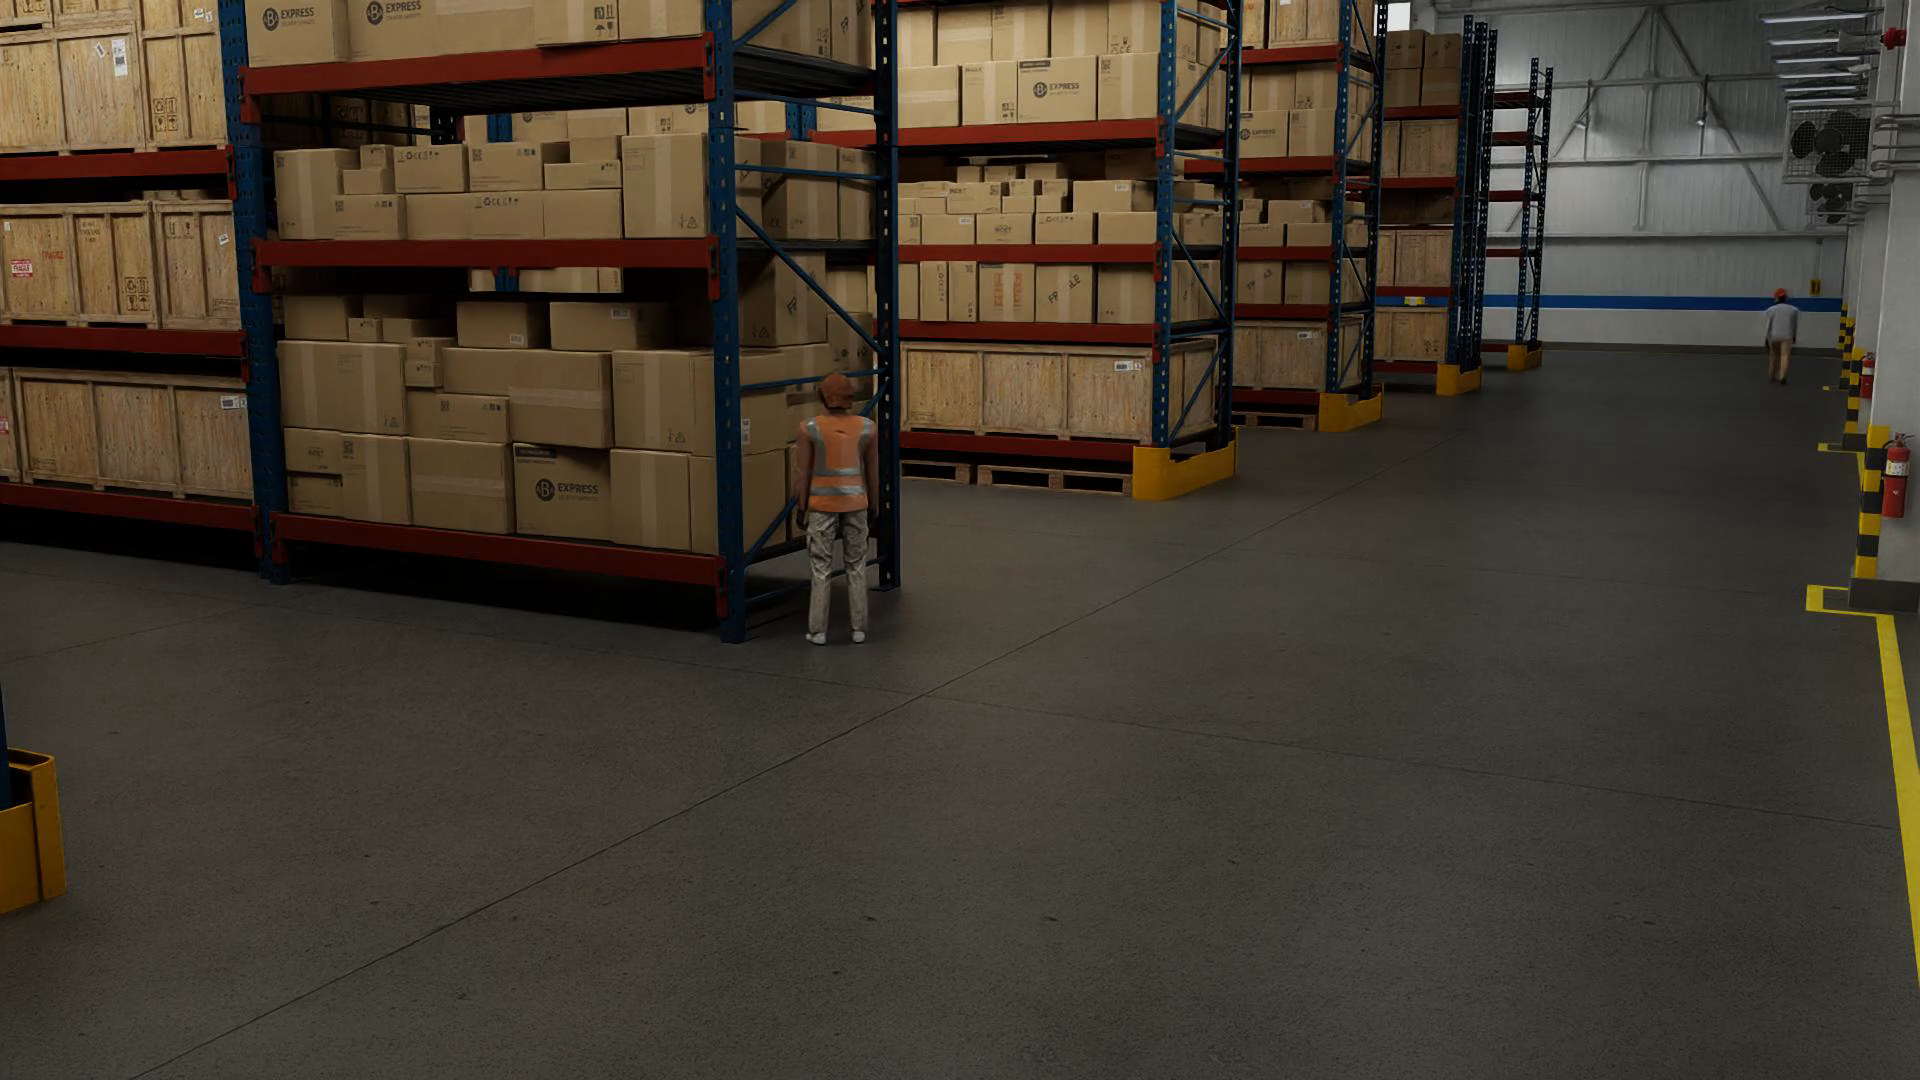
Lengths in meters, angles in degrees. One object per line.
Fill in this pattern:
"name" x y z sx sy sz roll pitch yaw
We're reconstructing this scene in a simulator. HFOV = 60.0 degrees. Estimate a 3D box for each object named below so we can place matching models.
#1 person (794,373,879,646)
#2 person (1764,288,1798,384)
"person" -0.726 -0.179 9.895 0.520 1.630 0.321 -3 10 -19
"person" 14.666 -3.641 29.710 0.561 1.714 0.870 3 10 19
